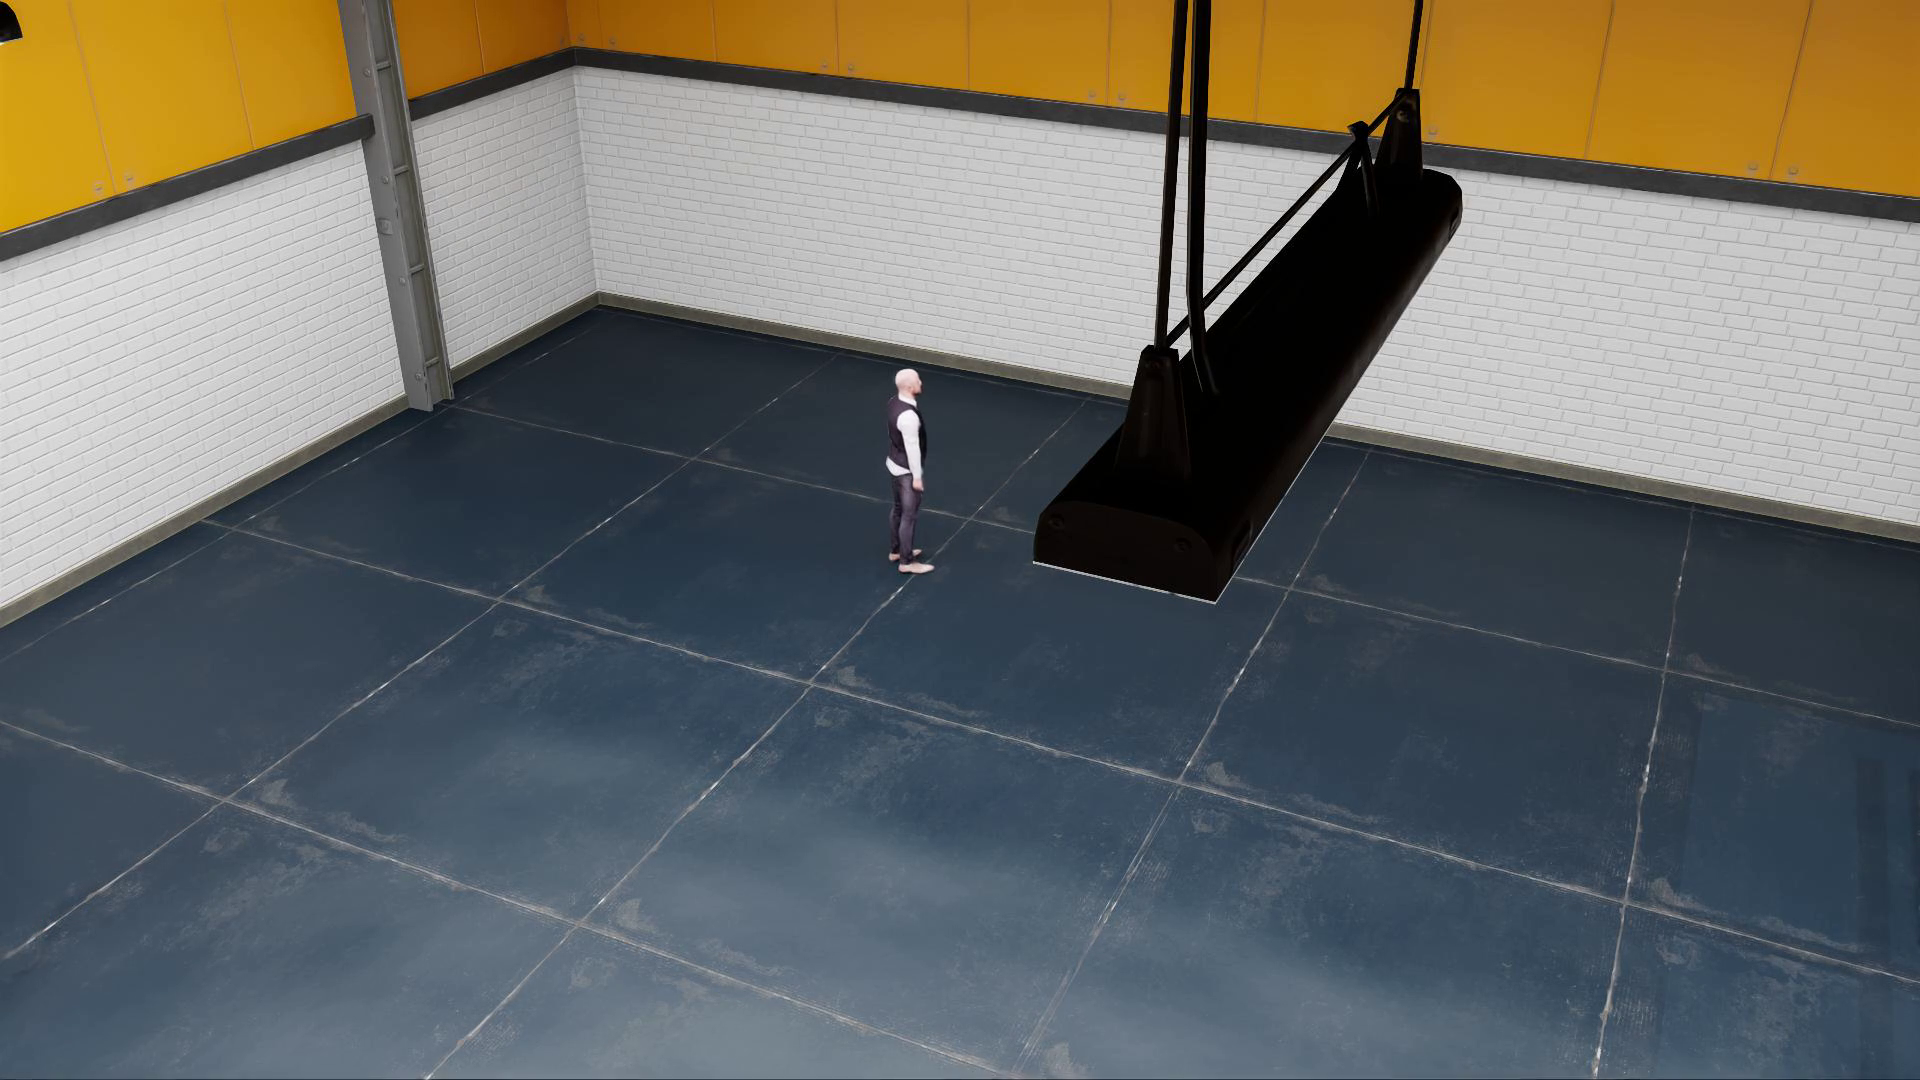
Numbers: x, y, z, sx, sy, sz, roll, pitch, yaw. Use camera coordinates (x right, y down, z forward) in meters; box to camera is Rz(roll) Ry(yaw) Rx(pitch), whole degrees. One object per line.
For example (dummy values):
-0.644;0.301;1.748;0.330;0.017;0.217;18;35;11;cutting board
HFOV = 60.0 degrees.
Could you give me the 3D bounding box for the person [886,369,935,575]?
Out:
-0.450;-0.594;14.086;0.825;1.823;0.766;-10;30;-18;person
